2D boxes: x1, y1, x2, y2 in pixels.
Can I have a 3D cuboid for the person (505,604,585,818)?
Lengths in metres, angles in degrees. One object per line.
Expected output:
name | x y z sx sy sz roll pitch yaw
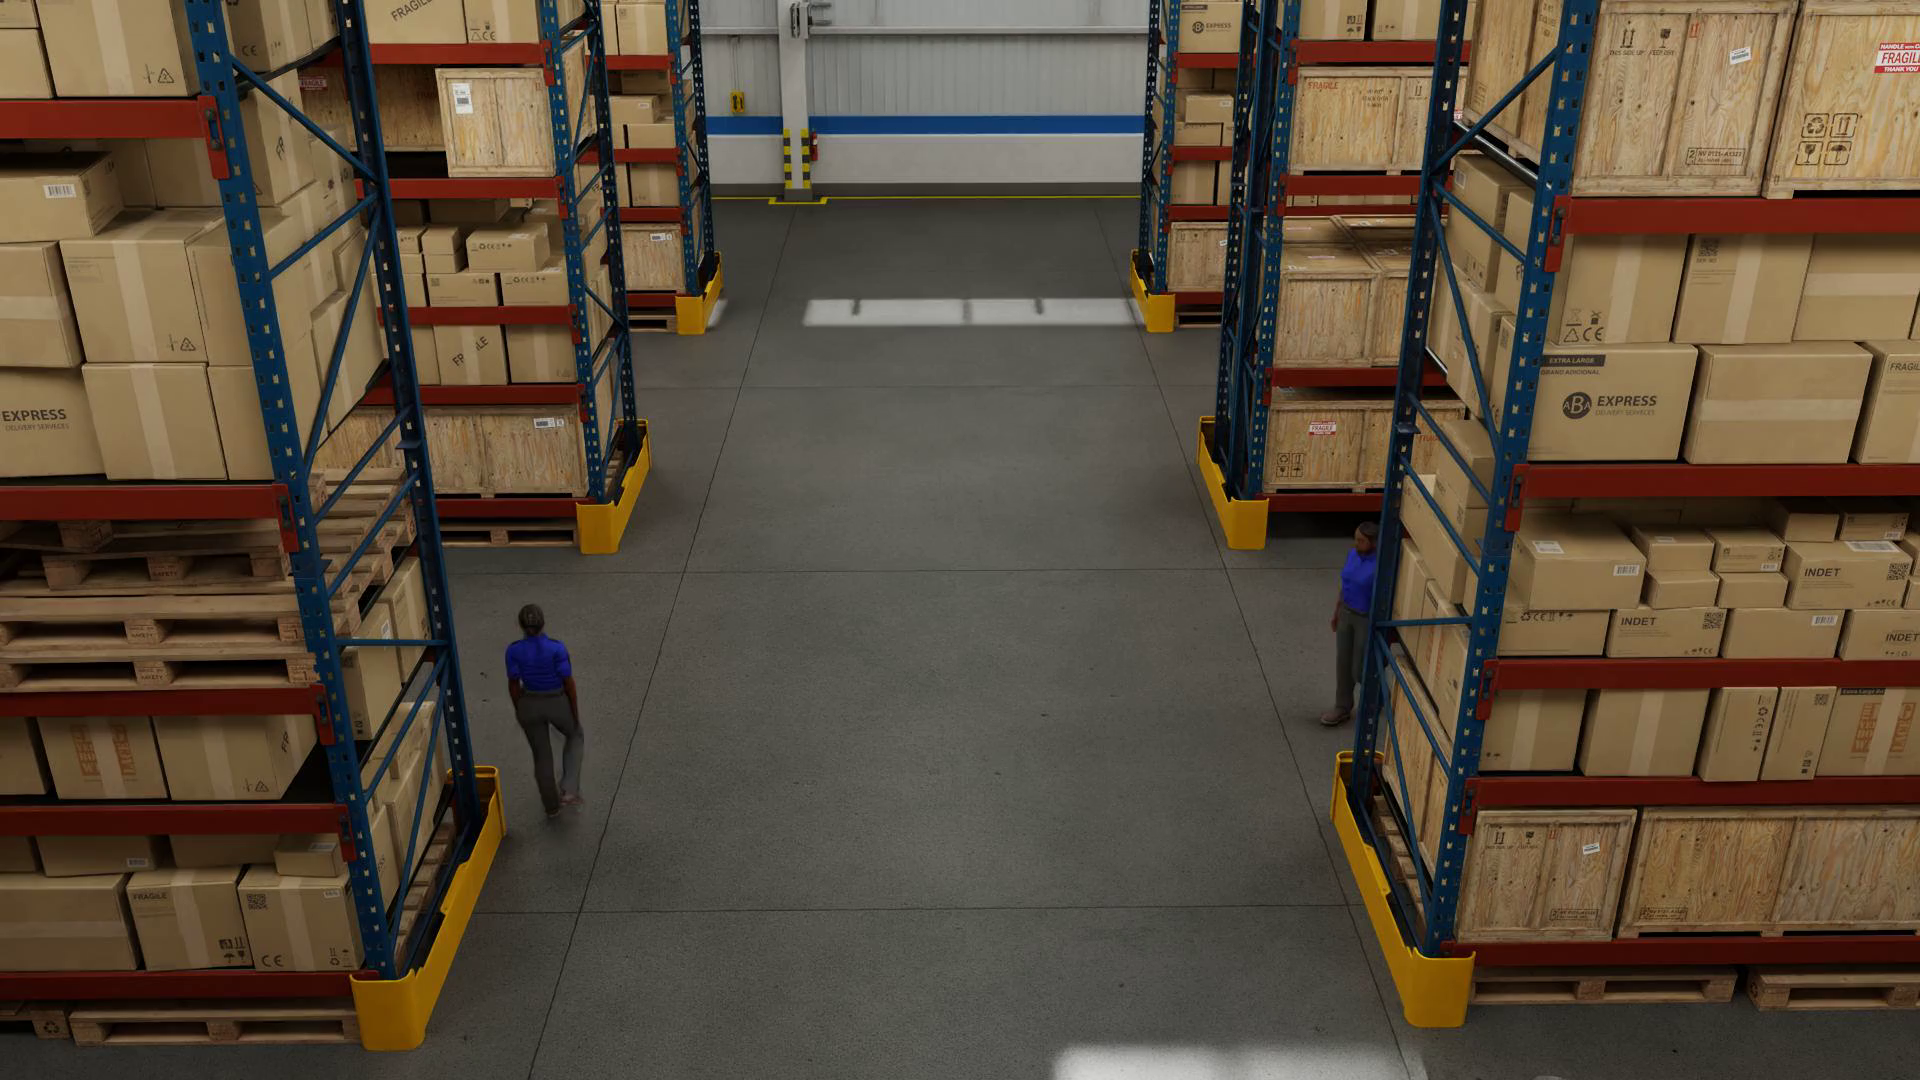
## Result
person | -2.859 1.156 11.486 0.462 1.654 0.433 -3 25 -7

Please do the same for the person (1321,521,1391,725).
person | 3.042 0.632 12.663 0.560 1.680 0.465 -16 29 -30
